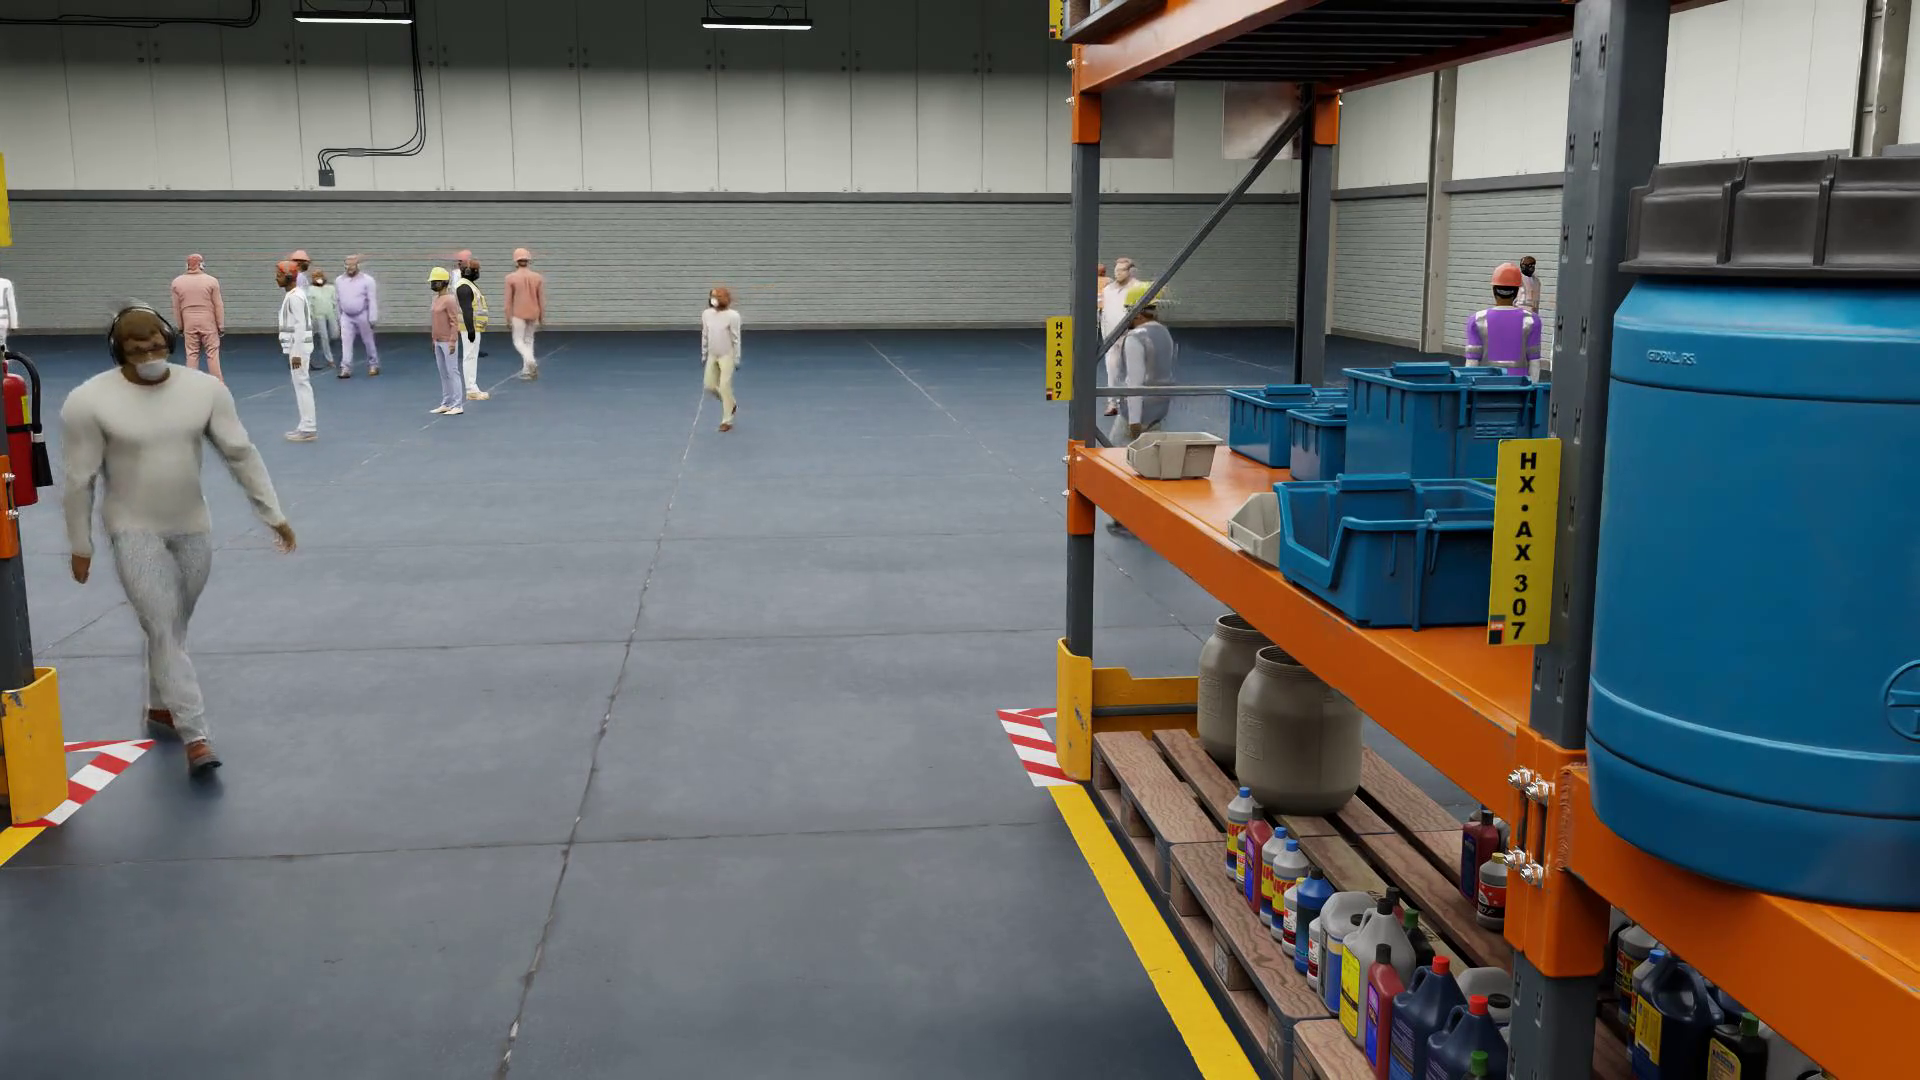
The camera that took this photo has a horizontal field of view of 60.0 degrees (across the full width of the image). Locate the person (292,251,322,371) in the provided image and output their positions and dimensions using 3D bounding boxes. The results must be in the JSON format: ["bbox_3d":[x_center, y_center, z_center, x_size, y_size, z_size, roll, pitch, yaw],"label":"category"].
[{"bbox_3d":[-10.450,-3.631,26.484,0.401,1.906,0.582,-5,12,-27],"label":"person"}]

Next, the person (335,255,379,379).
[{"bbox_3d":[-9.195,-3.407,25.384,0.657,1.856,1.018,0,10,1],"label":"person"}]

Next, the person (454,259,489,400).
[{"bbox_3d":[-6.421,-2.769,21.902,0.429,1.844,0.627,-2,11,-13],"label":"person"}]

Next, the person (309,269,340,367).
[{"bbox_3d":[-10.404,-3.628,27.233,0.530,1.608,0.334,-9,13,-39],"label":"person"}]

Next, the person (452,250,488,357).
[{"bbox_3d":[-8.777,-4.135,29.230,0.560,1.912,0.886,9,14,41],"label":"person"}]

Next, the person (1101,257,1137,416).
[{"bbox_3d":[2.002,-2.440,19.970,0.643,1.893,0.719,6,12,31],"label":"person"}]

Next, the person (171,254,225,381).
[{"bbox_3d":[-10.255,-2.902,22.469,0.638,1.902,0.407,-1,10,-7],"label":"person"}]

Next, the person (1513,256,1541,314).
[{"bbox_3d":[8.548,-3.370,25.194,0.624,1.845,0.430,-6,12,-29],"label":"person"}]

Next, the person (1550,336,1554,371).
[{"bbox_3d":[5.931,-1.643,16.281,0.310,1.638,0.523,4,11,23],"label":"person"}]

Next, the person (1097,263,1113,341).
[{"bbox_3d":[2.616,-4.331,31.015,0.514,1.641,0.309,-1,10,-8],"label":"person"}]

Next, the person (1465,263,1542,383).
[{"bbox_3d":[4.060,-1.102,12.496,0.543,1.939,0.359,2,11,12],"label":"person"}]

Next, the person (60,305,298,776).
[{"bbox_3d":[-3.189,-0.018,6.777,0.990,1.867,0.781,8,13,38],"label":"person"}]

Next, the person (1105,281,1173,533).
[{"bbox_3d":[1.252,-0.934,11.911,0.545,1.811,0.609,8,13,37],"label":"person"}]

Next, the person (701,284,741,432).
[{"bbox_3d":[-2.606,-2.001,18.288,0.518,1.618,0.422,6,12,30],"label":"person"}]

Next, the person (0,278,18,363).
[{"bbox_3d":[-13.380,-2.963,22.924,0.803,1.853,0.602,9,14,40],"label":"person"}]

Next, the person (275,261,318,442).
[{"bbox_3d":[-6.950,-1.975,17.427,0.337,1.883,0.584,-4,11,-23],"label":"person"}]

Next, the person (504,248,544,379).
[{"bbox_3d":[-6.448,-3.350,24.729,0.621,1.974,0.741,-8,13,-38],"label":"person"}]

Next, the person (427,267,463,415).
[{"bbox_3d":[-6.209,-2.383,19.993,0.310,1.768,0.533,-10,14,-43],"label":"person"}]
